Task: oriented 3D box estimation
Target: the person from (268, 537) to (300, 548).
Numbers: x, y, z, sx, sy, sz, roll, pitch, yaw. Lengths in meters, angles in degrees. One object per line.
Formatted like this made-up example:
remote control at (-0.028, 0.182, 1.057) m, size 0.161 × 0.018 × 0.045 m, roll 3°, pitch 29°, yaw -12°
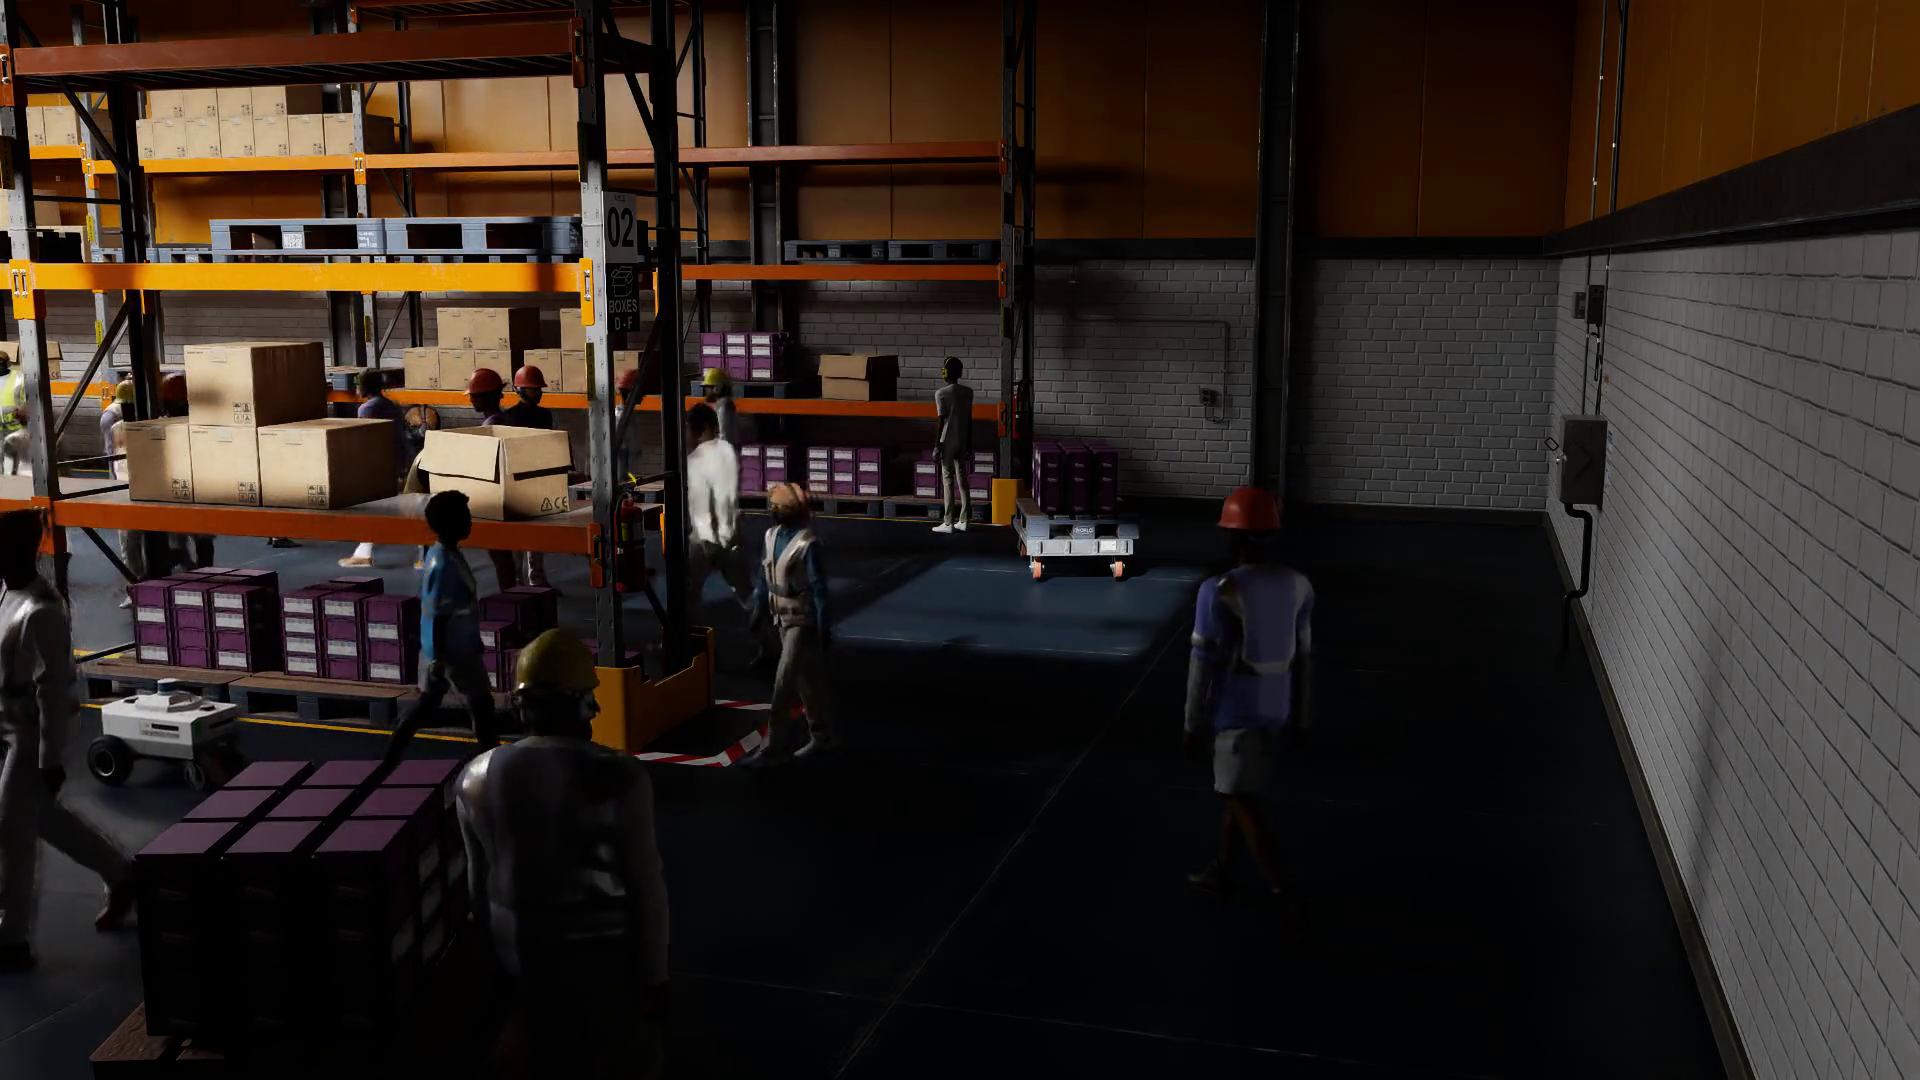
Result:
person at (-6.843, -0.798, 16.718) m, size 0.335 × 1.760 × 0.549 m, roll -5°, pitch 11°, yaw -30°

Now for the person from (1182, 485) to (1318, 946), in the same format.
person at (1.247, 0.722, 7.015) m, size 0.555 × 1.903 × 0.944 m, roll -4°, pitch 10°, yaw -25°

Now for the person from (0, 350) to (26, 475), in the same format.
person at (-11.406, -1.355, 19.889) m, size 0.624 × 1.836 × 0.430 m, roll -3°, pitch 10°, yaw -20°

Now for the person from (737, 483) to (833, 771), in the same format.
person at (-1.016, 0.489, 9.319) m, size 0.807 × 1.605 × 0.529 m, roll -7°, pitch 11°, yaw -35°

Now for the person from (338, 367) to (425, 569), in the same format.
person at (-5.304, -0.659, 15.468) m, size 0.997 × 1.898 × 0.625 m, roll 0°, pitch 9°, yaw -2°

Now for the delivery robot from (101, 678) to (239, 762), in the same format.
delivery robot at (-4.321, 1.001, 9.105) m, size 0.707 × 0.478 × 0.477 m, roll 3°, pitch 10°, yaw 18°

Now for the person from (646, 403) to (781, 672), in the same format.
person at (-1.693, -0.009, 11.546) m, size 1.084 × 1.886 × 0.629 m, roll 6°, pitch 11°, yaw 30°

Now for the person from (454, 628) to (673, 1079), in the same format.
person at (-1.087, 1.152, 4.648) m, size 0.605 × 1.810 × 0.459 m, roll 2°, pitch 10°, yaw 11°

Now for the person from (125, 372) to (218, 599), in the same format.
person at (-6.145, -0.307, 12.970) m, size 0.835 × 2.016 × 0.621 m, roll 3°, pitch 10°, yaw 18°

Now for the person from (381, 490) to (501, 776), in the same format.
person at (-2.733, 0.552, 8.796) m, size 0.877 × 1.655 × 0.532 m, roll -3°, pitch 10°, yaw -20°

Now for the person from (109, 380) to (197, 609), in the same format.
person at (-6.812, -0.422, 14.021) m, size 0.603 × 1.892 × 0.914 m, roll 1°, pitch 9°, yaw 5°

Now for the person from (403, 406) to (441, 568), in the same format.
person at (-3.757, -0.039, 11.870) m, size 0.430 × 1.835 × 0.622 m, roll -2°, pitch 10°, yaw -14°

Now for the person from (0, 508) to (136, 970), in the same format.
person at (-3.741, 0.784, 6.758) m, size 0.780 × 1.861 × 0.594 m, roll -7°, pitch 11°, yaw -35°

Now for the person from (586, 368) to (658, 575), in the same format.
person at (-3.046, -0.589, 14.978) m, size 0.566 × 1.918 × 0.566 m, roll -2°, pitch 10°, yaw -13°

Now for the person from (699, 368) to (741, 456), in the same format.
person at (-2.451, -0.806, 16.583) m, size 0.566 × 1.810 × 0.618 m, roll -1°, pitch 9°, yaw -7°

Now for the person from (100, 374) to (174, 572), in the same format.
person at (-7.546, -0.608, 15.308) m, size 0.429 × 1.839 × 0.623 m, roll 3°, pitch 10°, yaw 16°

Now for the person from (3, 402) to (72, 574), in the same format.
person at (-8.209, -0.426, 14.869) m, size 0.560 × 1.617 × 0.556 m, roll 8°, pitch 12°, yaw 41°

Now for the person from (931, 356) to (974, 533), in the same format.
person at (-0.083, -1.007, 17.635) m, size 0.520 × 1.871 × 0.326 m, roll -8°, pitch 12°, yaw -41°

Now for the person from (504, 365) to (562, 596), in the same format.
person at (-3.607, -0.474, 14.007) m, size 0.396 × 1.992 × 0.623 m, roll 5°, pitch 10°, yaw 26°

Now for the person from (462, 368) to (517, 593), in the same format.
person at (-3.630, -0.316, 12.919) m, size 0.388 × 2.037 × 0.612 m, roll -1°, pitch 9°, yaw -8°
